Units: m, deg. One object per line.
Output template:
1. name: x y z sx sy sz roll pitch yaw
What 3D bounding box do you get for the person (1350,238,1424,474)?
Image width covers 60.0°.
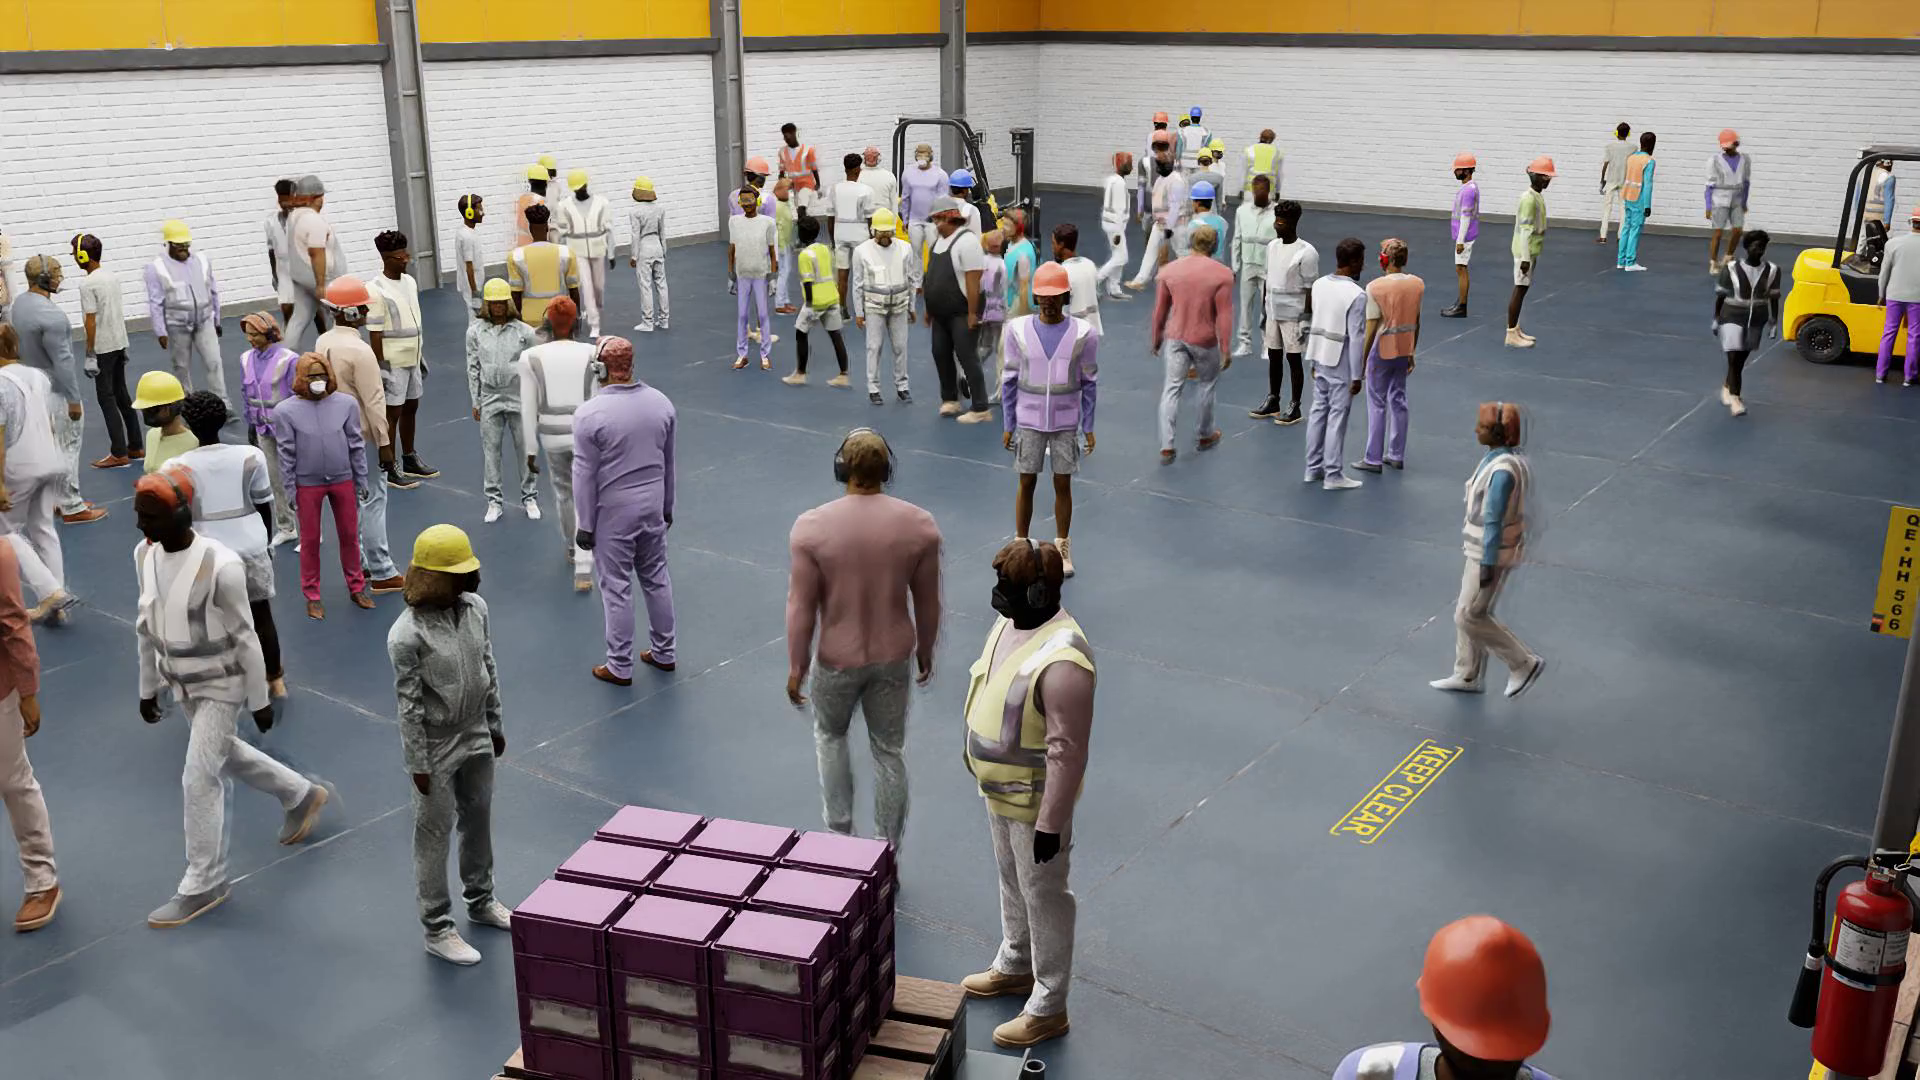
1. person: 3.372 -1.438 13.068 0.572 1.843 0.373 -10 20 -28

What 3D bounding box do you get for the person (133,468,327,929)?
1. person: -3.040 0.563 6.834 0.580 1.846 0.950 9 20 27

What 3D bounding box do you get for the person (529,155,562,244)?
1. person: -5.349 -4.127 21.660 0.329 1.741 0.506 13 22 34

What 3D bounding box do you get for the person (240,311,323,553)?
1. person: -4.591 -0.733 11.216 0.525 1.631 0.313 7 19 20

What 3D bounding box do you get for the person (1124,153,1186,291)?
1. person: 2.673 -4.100 21.509 0.991 1.780 0.639 -6 19 -18

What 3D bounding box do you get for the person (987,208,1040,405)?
1. person: 0.582 -2.144 15.310 0.734 1.824 0.580 -1 18 -3

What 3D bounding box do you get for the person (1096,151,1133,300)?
1. person: 1.889 -3.891 20.725 0.534 1.864 0.584 -2 18 -5

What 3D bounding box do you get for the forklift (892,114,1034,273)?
1. forklift: -0.171 -4.594 22.377 2.313 2.155 1.214 1 18 3

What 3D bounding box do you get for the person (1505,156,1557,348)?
1. person: 6.171 -3.111 17.989 0.395 2.040 0.609 8 19 23

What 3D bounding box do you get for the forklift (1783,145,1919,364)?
1. forklift: 9.803 -2.879 17.013 2.313 2.155 1.214 12 21 33

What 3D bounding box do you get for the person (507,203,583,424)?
1. person: -3.569 -1.914 14.374 0.602 1.960 0.368 -5 19 -17

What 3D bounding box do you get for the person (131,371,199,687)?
1. person: -4.108 -0.026 8.788 0.525 1.766 0.322 12 21 32

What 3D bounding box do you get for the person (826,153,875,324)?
1. person: -1.248 -3.489 19.289 0.608 1.965 0.370 6 19 19

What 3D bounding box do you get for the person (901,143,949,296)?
1. person: -0.446 -4.038 21.072 0.632 1.932 0.383 6 19 18

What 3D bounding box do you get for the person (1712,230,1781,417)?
1. person: 7.095 -1.964 15.013 0.541 1.648 0.880 2 18 7

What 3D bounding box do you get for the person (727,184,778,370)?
1. person: -2.103 -2.652 16.825 0.519 1.874 0.326 2 18 5

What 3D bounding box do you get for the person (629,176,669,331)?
1. person: -3.550 -3.257 18.920 0.282 1.746 0.493 14 23 38

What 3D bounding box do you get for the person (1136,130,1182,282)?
1. person: 2.684 -4.515 22.457 0.632 1.985 1.047 0 18 0

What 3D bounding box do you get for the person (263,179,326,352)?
1. person: -6.813 -2.755 17.120 0.625 1.905 1.016 -1 18 -3

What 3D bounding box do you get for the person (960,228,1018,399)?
1. person: 0.283 -2.052 15.347 0.513 1.620 0.548 17 24 42

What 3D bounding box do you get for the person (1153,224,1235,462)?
1. person: 1.919 -1.614 13.543 0.740 1.880 0.962 10 20 28

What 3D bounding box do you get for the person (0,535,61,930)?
1. person: -3.916 0.597 6.486 0.624 1.984 0.413 -2 18 -6

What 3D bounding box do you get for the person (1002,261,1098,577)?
1. person: 0.567 -0.755 10.613 0.605 2.045 0.387 1 18 4

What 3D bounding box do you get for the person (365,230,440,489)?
1. person: -4.279 -1.386 12.710 0.362 1.963 0.613 4 18 13

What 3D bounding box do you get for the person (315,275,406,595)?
1. person: -3.731 -0.647 10.356 0.611 1.995 0.380 15 23 38

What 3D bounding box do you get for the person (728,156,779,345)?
1. person: -2.209 -3.142 18.108 0.612 2.030 0.403 10 20 29

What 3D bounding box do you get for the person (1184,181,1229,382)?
1. person: 2.374 -2.536 16.338 0.404 1.945 0.615 15 23 39

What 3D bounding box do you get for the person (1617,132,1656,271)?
1. person: 9.477 -4.736 23.287 0.397 1.911 0.587 -2 18 -7

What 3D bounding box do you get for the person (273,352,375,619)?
1. person: -3.803 -0.331 9.971 0.498 1.626 0.289 -12 21 -32

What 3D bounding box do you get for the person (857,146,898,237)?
1. person: -1.097 -3.970 20.890 0.638 1.910 0.407 -3 18 -9

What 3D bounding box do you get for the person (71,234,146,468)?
1. person: -6.815 -1.505 13.268 0.330 1.856 0.531 1 18 2

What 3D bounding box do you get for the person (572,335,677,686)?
1. person: -1.816 -0.160 9.000 0.398 1.900 0.636 14 23 38

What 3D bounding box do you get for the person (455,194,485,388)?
1. person: -4.680 -2.394 16.043 0.324 1.862 0.511 -5 18 -16

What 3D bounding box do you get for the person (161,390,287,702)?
1. person: -3.817 0.057 8.650 0.533 1.695 0.321 -11 21 -31

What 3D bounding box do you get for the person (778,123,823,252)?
1. person: -2.436 -5.305 25.048 0.633 1.906 0.937 9 20 27
